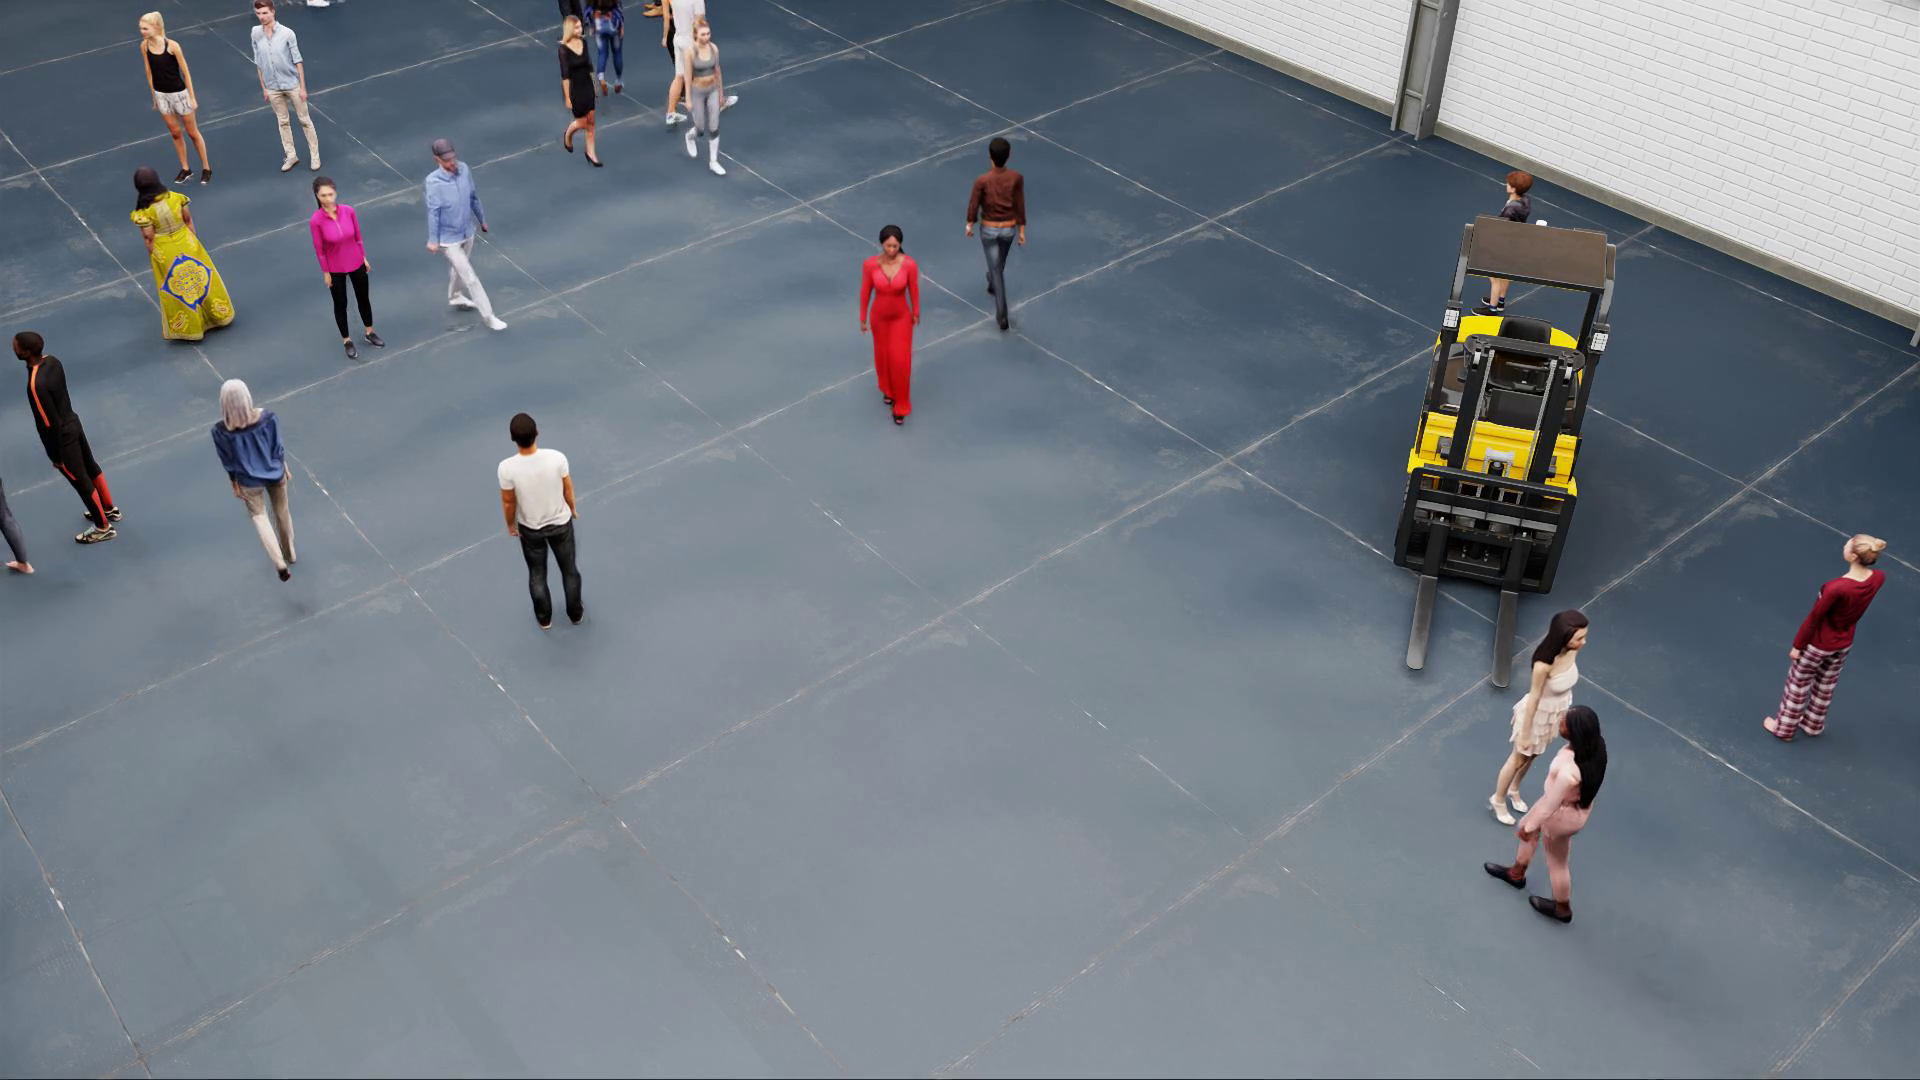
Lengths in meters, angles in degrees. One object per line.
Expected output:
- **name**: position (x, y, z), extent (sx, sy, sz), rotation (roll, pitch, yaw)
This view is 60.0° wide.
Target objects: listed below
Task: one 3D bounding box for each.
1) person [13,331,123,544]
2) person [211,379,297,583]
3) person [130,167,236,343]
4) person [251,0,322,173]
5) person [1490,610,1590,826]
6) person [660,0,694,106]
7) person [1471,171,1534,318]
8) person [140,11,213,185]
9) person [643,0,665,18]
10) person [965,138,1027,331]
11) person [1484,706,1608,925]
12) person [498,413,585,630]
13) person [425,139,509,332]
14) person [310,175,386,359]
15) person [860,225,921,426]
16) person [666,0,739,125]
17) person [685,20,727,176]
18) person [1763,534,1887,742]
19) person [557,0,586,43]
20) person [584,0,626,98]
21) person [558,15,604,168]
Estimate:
- **person**: position (-6.781, -0.799, 12.598), extent (0.770, 1.808, 0.652), rotation (-5, 39, -6)
- **person**: position (-5.116, -0.414, 12.226), extent (0.703, 1.682, 0.942), rotation (-20, 43, -24)
- **person**: position (-7.061, -2.577, 14.953), extent (0.842, 1.658, 0.907), rotation (27, 46, 30)
- **person**: position (-7.159, -4.832, 17.617), extent (0.731, 1.848, 0.763), rotation (-1, 39, -2)
- **person**: position (3.565, 1.095, 10.286), extent (0.554, 1.734, 0.523), rotation (-26, 45, -29)
- **person**: position (-3.224, -5.810, 19.010), extent (0.571, 1.637, 0.609), rotation (25, 45, 28)
- **person**: position (5.020, -2.726, 15.301), extent (0.568, 1.447, 0.574), rotation (27, 46, 29)
- **person**: position (-8.224, -4.656, 17.399), extent (0.680, 1.845, 0.738), rotation (3, 39, 3)
- **person**: position (-3.940, -7.533, 21.109), extent (0.765, 1.711, 0.676), rotation (-2, 39, -2)
- **person**: position (0.363, -2.735, 15.086), extent (0.998, 1.730, 1.217), rotation (-9, 39, -11)
- **person**: position (3.570, 1.646, 9.628), extent (0.900, 1.695, 0.763), rotation (26, 45, 28)
- **person**: position (-2.928, -0.121, 11.761), extent (0.722, 1.803, 0.692), rotation (-11, 40, -14)
- **person**: position (-4.609, -2.784, 15.071), extent (1.239, 1.825, 0.983), rotation (18, 42, 21)
- **person**: position (-5.459, -2.437, 14.745), extent (0.577, 1.699, 0.539), rotation (-29, 47, -31)
- **person**: position (-0.566, -1.896, 14.019), extent (0.972, 1.761, 1.045), rotation (2, 39, 3)
- **person**: position (-3.062, -5.477, 18.461), extent (1.218, 1.804, 0.900), rotation (28, 46, 30)
- **person**: position (-2.742, -4.716, 17.602), extent (0.609, 1.686, 0.872), rotation (-23, 44, -26)
- **person**: position (5.688, 0.640, 10.883), extent (0.676, 1.701, 0.629), rotation (-12, 40, -15)
- **person**: position (-4.873, -6.985, 20.395), extent (0.671, 1.745, 0.663), rotation (14, 41, 17)
- **person**: position (-4.058, -5.823, 19.054), extent (0.945, 1.603, 1.015), rotation (2, 39, 3)
- **person**: position (-4.102, -4.773, 17.689), extent (0.782, 1.665, 0.678), rotation (23, 44, 26)
